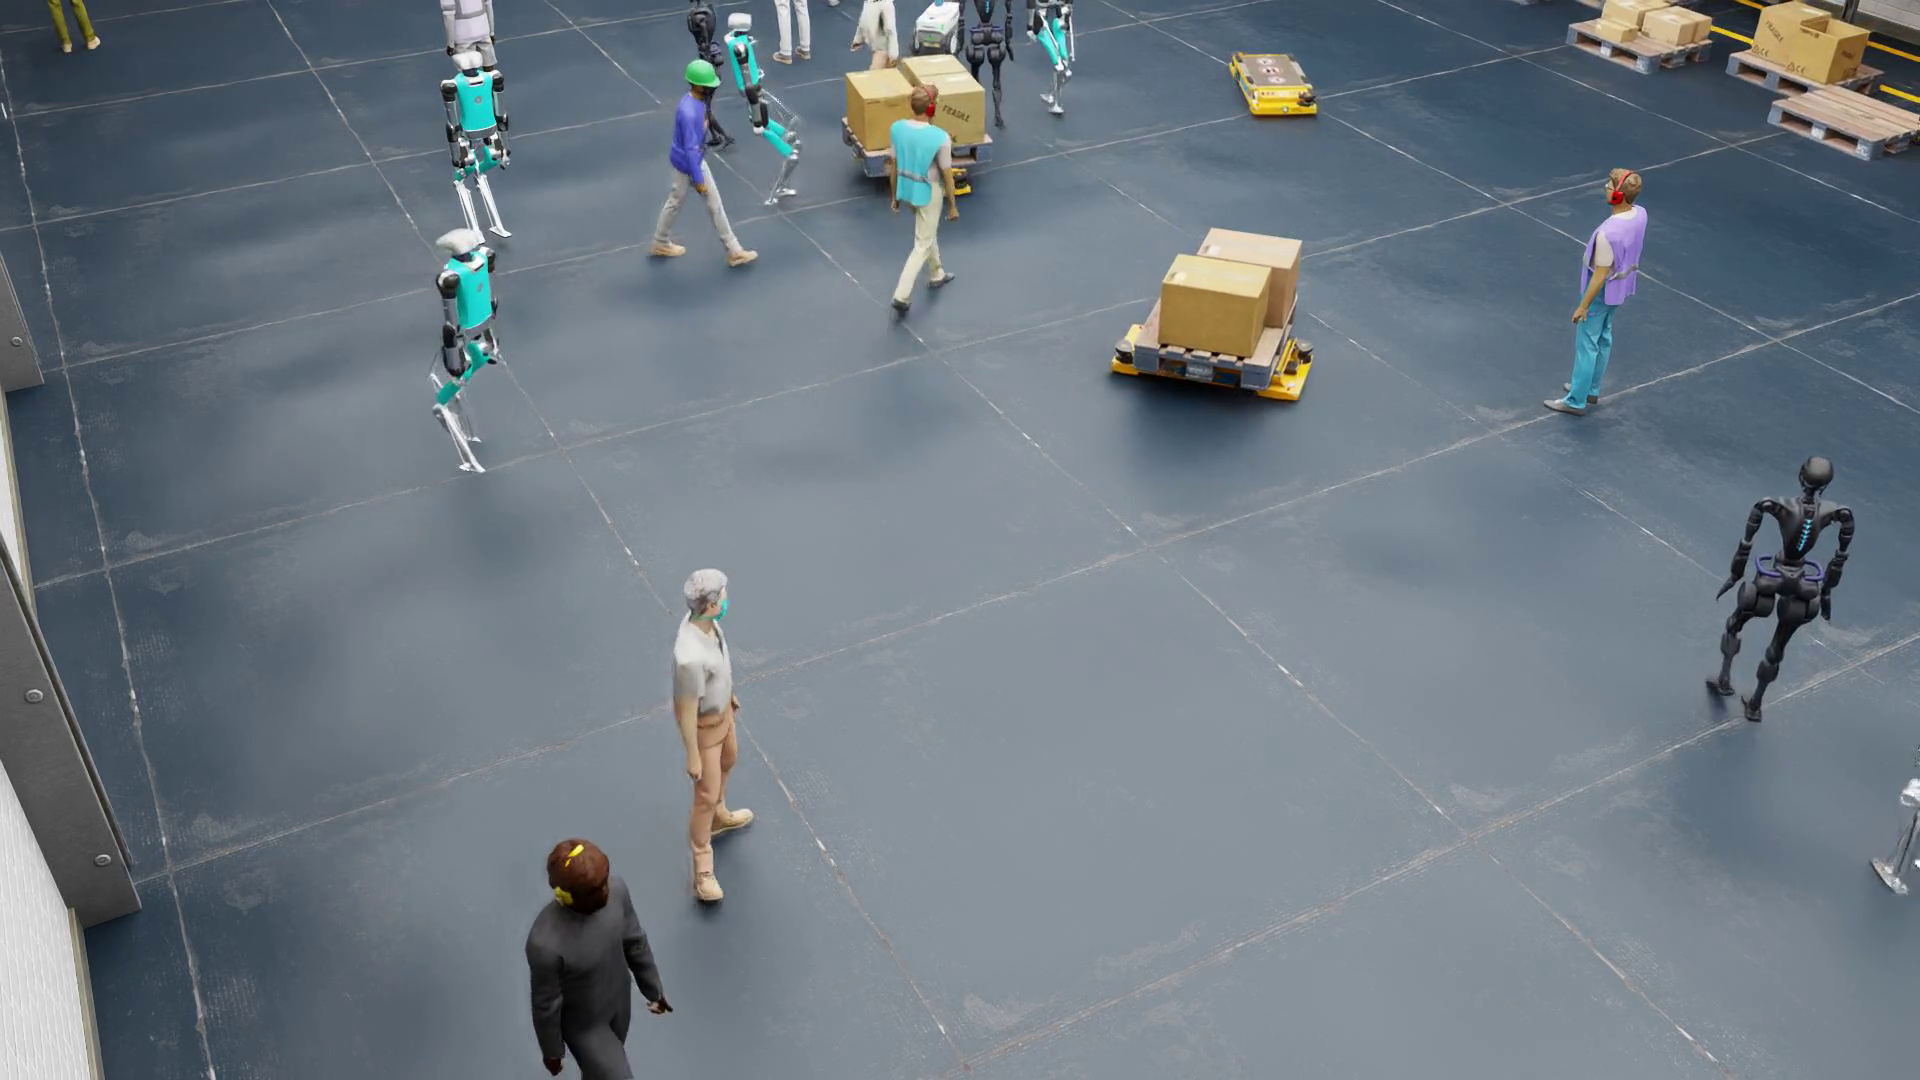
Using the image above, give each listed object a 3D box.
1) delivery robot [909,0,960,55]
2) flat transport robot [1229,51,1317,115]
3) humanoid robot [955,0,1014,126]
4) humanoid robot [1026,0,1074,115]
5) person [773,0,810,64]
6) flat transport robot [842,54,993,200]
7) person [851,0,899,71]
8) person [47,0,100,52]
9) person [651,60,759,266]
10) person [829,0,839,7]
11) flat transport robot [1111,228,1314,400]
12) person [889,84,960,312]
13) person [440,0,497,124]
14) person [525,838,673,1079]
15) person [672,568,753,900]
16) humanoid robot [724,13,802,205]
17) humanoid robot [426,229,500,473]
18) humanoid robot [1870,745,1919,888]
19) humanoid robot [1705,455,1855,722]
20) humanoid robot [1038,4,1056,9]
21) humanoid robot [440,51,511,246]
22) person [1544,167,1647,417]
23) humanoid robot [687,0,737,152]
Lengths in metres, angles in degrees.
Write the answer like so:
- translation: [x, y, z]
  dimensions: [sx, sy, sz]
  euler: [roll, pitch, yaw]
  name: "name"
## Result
- translation: [-0.250, -5.787, 18.735]
  dimensions: [0.499, 0.601, 0.775]
  euler: [9, 36, 13]
  name: "delivery robot"
- translation: [3.309, -4.850, 17.640]
  dimensions: [0.659, 0.231, 1.431]
  euler: [-1, 35, -2]
  name: "flat transport robot"
- translation: [0.241, -4.941, 16.554]
  dimensions: [0.601, 1.649, 0.342]
  euler: [-7, 36, -9]
  name: "humanoid robot"
- translation: [1.017, -5.172, 16.845]
  dimensions: [0.541, 1.784, 0.878]
  euler: [-16, 38, -21]
  name: "humanoid robot"
- translation: [-1.886, -6.148, 18.089]
  dimensions: [0.574, 1.882, 0.362]
  euler: [-21, 40, -27]
  name: "person"
- translation: [-0.420, -3.613, 15.874]
  dimensions: [0.659, 0.231, 1.431]
  euler: [-10, 36, -14]
  name: "flat transport robot"
- translation: [-0.790, -4.875, 16.491]
  dimensions: [0.864, 1.619, 0.539]
  euler: [-18, 39, -23]
  name: "person"
- translation: [-10.027, -6.339, 18.401]
  dimensions: [0.536, 1.834, 0.348]
  euler: [-13, 37, -17]
  name: "person"
- translation: [-2.225, -3.143, 13.886]
  dimensions: [1.004, 1.797, 0.469]
  euler: [9, 36, 12]
  name: "person"
- translation: [-1.537, -7.315, 19.751]
  dimensions: [0.693, 1.880, 0.390]
  euler: [21, 40, 27]
  name: "person"
- translation: [1.937, -1.401, 12.716]
  dimensions: [1.431, 0.231, 0.659]
  euler: [11, 37, 16]
  name: "flat transport robot"
- translation: [-0.323, -2.725, 13.275]
  dimensions: [0.575, 1.802, 0.894]
  euler: [29, 44, 34]
  name: "person"
- translation: [-4.832, -4.985, 16.380]
  dimensions: [0.542, 1.939, 0.358]
  euler: [-30, 45, -35]
  name: "person"
- translation: [-1.343, 1.913, 6.601]
  dimensions: [0.753, 1.849, 0.528]
  euler: [17, 39, 23]
  name: "person"
- translation: [-1.260, 0.948, 8.112]
  dimensions: [0.305, 1.710, 0.723]
  euler: [3, 35, 5]
  name: "person"
- translation: [-1.699, -3.848, 14.934]
  dimensions: [0.718, 1.772, 0.530]
  euler: [-7, 36, -10]
  name: "humanoid robot"
- translation: [-3.473, -1.290, 11.305]
  dimensions: [0.793, 1.804, 0.532]
  euler: [13, 37, 17]
  name: "humanoid robot"
- translation: [4.924, 0.979, 8.053]
  dimensions: [0.863, 1.783, 0.596]
  euler: [18, 39, 24]
  name: "humanoid robot"
- translation: [4.511, 0.255, 9.125]
  dimensions: [0.585, 1.643, 0.367]
  euler: [8, 36, 12]
  name: "humanoid robot"
- translation: [0.864, -7.171, 19.748]
  dimensions: [0.662, 1.640, 0.610]
  euler: [20, 40, 26]
  name: "humanoid robot"
- translation: [-4.149, -3.379, 14.144]
  dimensions: [0.533, 1.677, 0.735]
  euler: [-22, 41, -28]
  name: "humanoid robot"
- translation: [4.575, -1.746, 11.834]
  dimensions: [0.379, 1.844, 0.568]
  euler: [28, 44, 34]
  name: "person"
- translation: [-2.405, -4.596, 16.049]
  dimensions: [0.378, 1.638, 0.610]
  euler: [-7, 36, -10]
  name: "humanoid robot"
